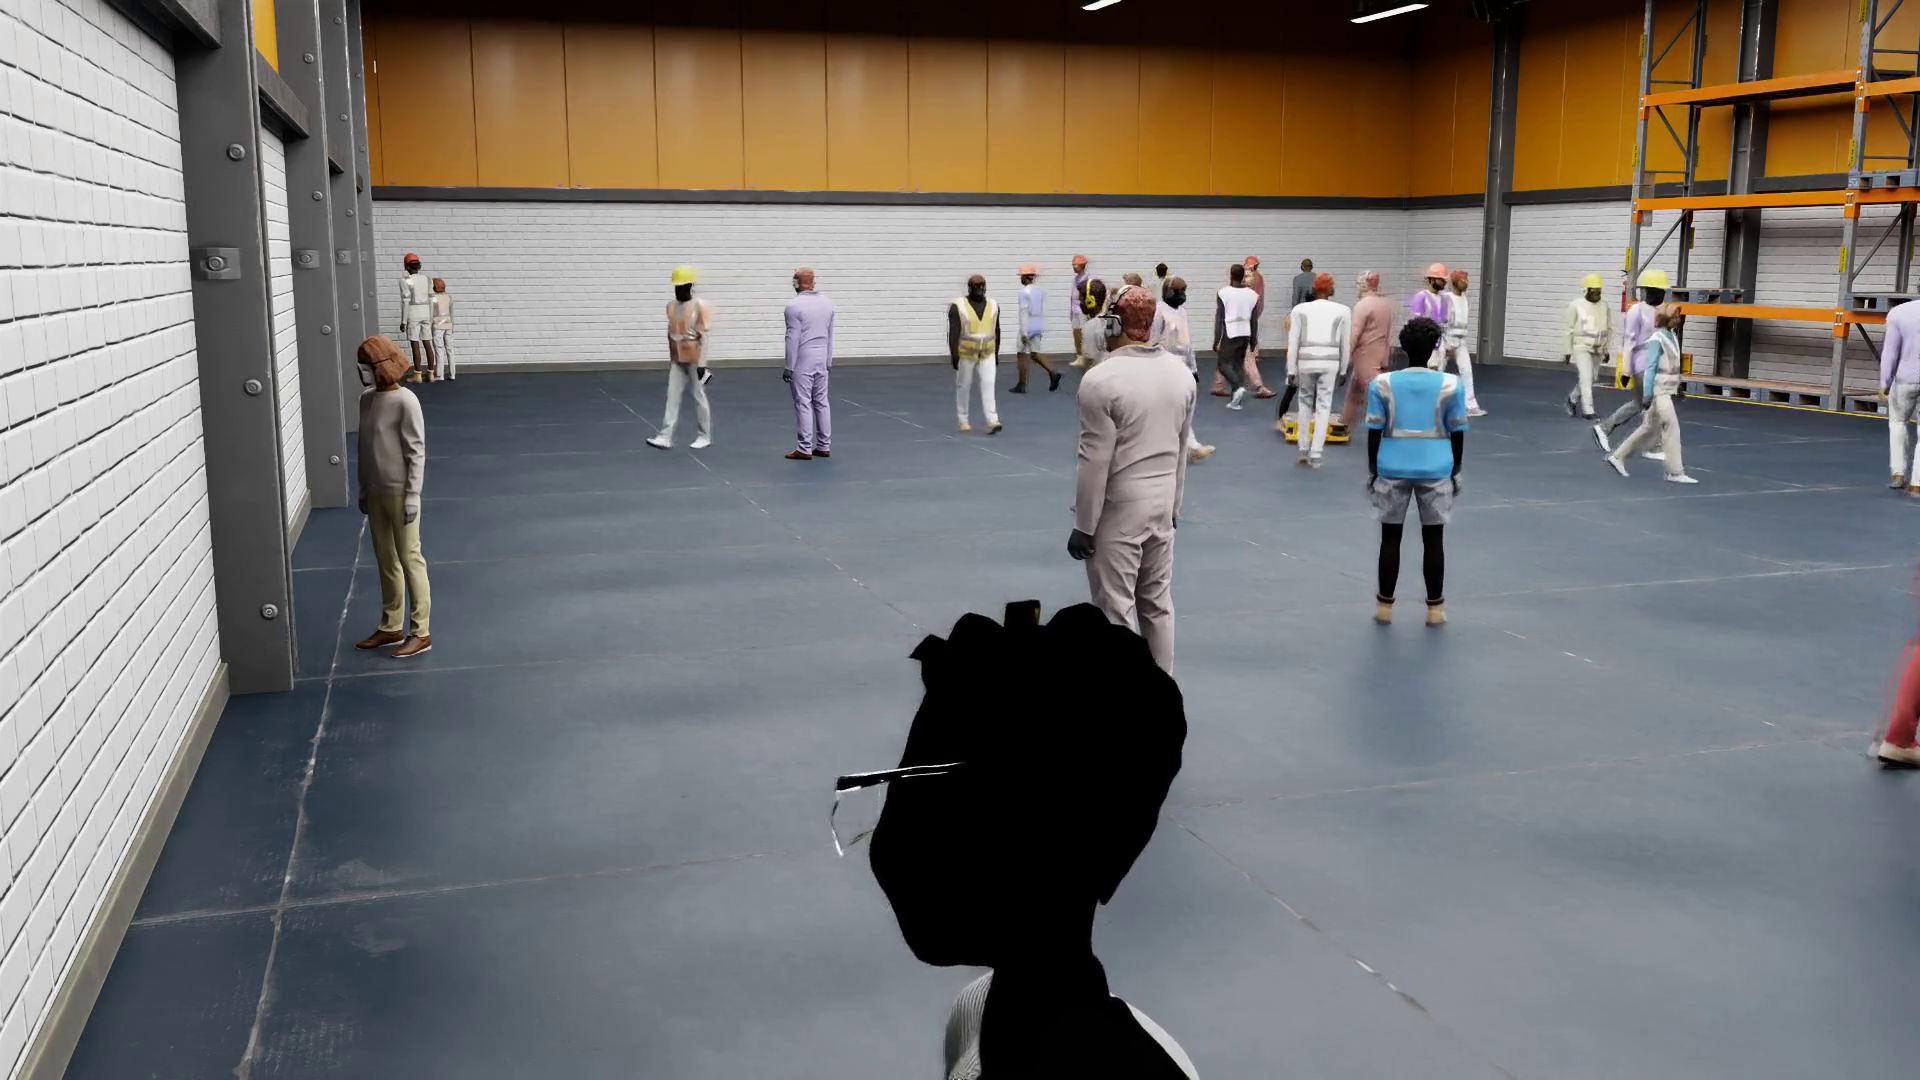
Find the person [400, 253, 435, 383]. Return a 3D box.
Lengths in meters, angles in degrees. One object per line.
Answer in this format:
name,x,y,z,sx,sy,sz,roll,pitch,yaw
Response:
person,-8.548,-3.477,26.137,0.392,2.034,0.605,7,12,33

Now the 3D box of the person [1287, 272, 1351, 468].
person,3.459,-1.640,16.027,0.577,1.855,0.792,3,10,16

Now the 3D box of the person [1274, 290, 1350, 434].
person,3.928,-1.986,18.565,0.537,1.654,0.894,-9,13,-43

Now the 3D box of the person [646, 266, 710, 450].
person,-2.871,-1.864,17.185,0.612,1.890,0.806,6,12,32

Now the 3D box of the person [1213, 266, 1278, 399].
person,4.006,-2.917,23.411,0.986,1.852,0.664,5,11,26

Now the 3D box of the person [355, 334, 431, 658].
person,-2.899,-0.224,8.460,0.497,1.633,0.288,8,12,38

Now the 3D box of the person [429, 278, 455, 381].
person,-8.282,-3.351,26.543,0.309,1.641,0.511,6,12,33

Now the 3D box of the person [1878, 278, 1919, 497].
person,8.127,-1.332,14.057,0.654,1.911,0.649,4,11,24

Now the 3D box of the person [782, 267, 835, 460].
person,-1.532,-1.750,16.506,0.402,1.904,0.652,7,12,37

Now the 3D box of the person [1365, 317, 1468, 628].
person,2.483,-0.364,9.087,0.540,1.695,0.318,3,10,17

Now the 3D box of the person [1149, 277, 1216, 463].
person,2.146,-1.657,16.263,0.935,1.794,0.661,6,12,32

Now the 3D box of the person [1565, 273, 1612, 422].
person,7.671,-2.366,20.372,0.599,1.808,0.812,-3,10,-14

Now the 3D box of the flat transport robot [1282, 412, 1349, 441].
flat transport robot,3.908,-1.256,18.372,0.652,0.197,1.431,1,10,8

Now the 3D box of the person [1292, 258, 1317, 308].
person,6.636,-4.416,31.864,0.627,1.934,0.371,-3,10,-16

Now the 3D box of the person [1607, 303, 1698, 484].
person,6.248,-1.330,14.939,0.786,1.607,0.513,7,12,34

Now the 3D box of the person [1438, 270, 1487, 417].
person,6.193,-2.480,20.970,0.579,1.838,0.998,-6,12,-32

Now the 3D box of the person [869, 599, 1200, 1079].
person,0.056,0.932,1.082,0.333,1.872,0.515,-3,10,-16

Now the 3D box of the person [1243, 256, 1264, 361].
person,5.488,-4.331,31.241,0.423,1.988,0.642,7,12,34

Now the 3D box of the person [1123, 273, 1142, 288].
person,1.913,-2.154,19.135,0.599,1.798,0.937,-9,13,-42

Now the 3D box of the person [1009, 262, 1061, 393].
person,1.079,-3.057,24.073,0.770,1.916,0.549,7,12,36

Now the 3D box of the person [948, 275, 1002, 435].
person,0.182,-2.091,18.823,0.649,1.786,0.971,-3,10,-17

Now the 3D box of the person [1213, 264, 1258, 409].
person,3.610,-2.635,21.632,0.608,1.900,0.507,-4,10,-20

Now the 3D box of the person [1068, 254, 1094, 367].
person,2.179,-4.104,29.796,0.479,2.020,0.630,-6,12,-33

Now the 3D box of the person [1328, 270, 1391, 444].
person,4.244,-1.895,17.492,0.983,1.859,0.645,6,12,31

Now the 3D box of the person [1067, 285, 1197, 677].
person,0.696,-0.116,7.045,0.643,1.909,0.410,-9,13,-43

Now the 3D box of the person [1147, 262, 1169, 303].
person,3.514,-3.886,28.977,0.512,1.872,0.328,3,10,15

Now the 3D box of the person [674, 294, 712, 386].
person,-4.116,-3.184,25.328,0.769,1.750,0.526,3,10,19

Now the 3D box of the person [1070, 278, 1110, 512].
person,1.112,-1.104,12.928,0.470,1.848,0.535,7,12,36

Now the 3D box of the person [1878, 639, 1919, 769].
person,4.099,0.081,6.485,0.974,1.704,0.513,-1,10,-6

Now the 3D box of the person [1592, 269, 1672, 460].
person,6.784,-1.762,16.648,0.595,1.897,0.869,-8,13,-41

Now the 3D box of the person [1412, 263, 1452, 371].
person,5.753,-2.363,20.054,0.558,1.906,0.764,-8,12,-37
